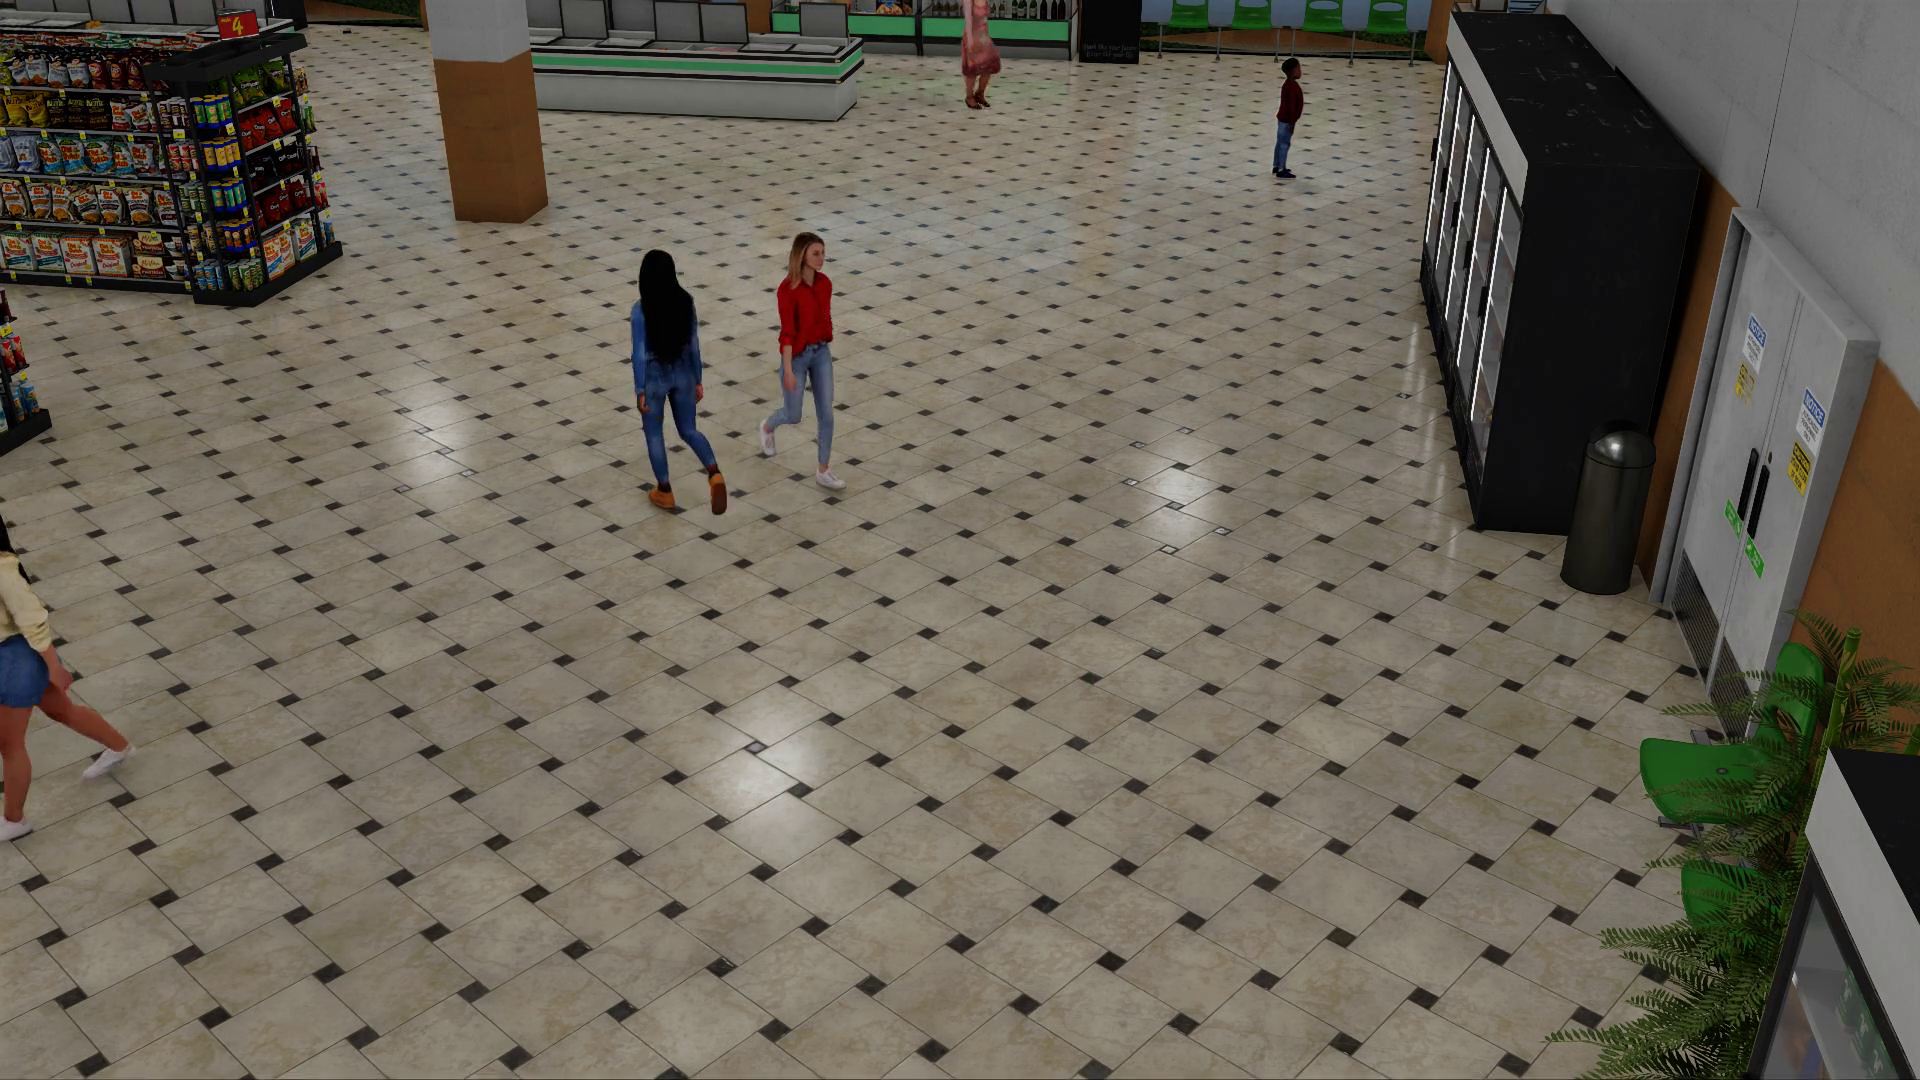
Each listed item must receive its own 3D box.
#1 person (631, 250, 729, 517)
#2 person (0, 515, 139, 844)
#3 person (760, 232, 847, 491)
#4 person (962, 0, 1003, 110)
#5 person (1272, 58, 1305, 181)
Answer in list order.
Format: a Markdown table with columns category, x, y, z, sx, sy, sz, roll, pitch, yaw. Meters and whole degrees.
| category | x | y | z | sx | sy | sz | roll | pitch | yaw |
| --- | --- | --- | --- | --- | --- | --- | --- | --- | --- |
| person | -1.730 | -0.905 | 10.152 | 0.991 | 1.690 | 1.094 | -21 | 34 | -35 |
| person | -4.138 | 0.528 | 7.445 | 1.110 | 1.583 | 0.987 | 17 | 31 | 30 |
| person | -1.040 | -1.146 | 10.635 | 1.080 | 1.684 | 0.959 | 24 | 36 | 39 |
| person | 0.140 | -6.187 | 20.579 | 0.809 | 1.679 | 0.765 | 20 | 33 | 34 |
| person | 3.474 | -4.482 | 17.688 | 0.521 | 1.255 | 0.521 | 0 | 27 | 1 |
